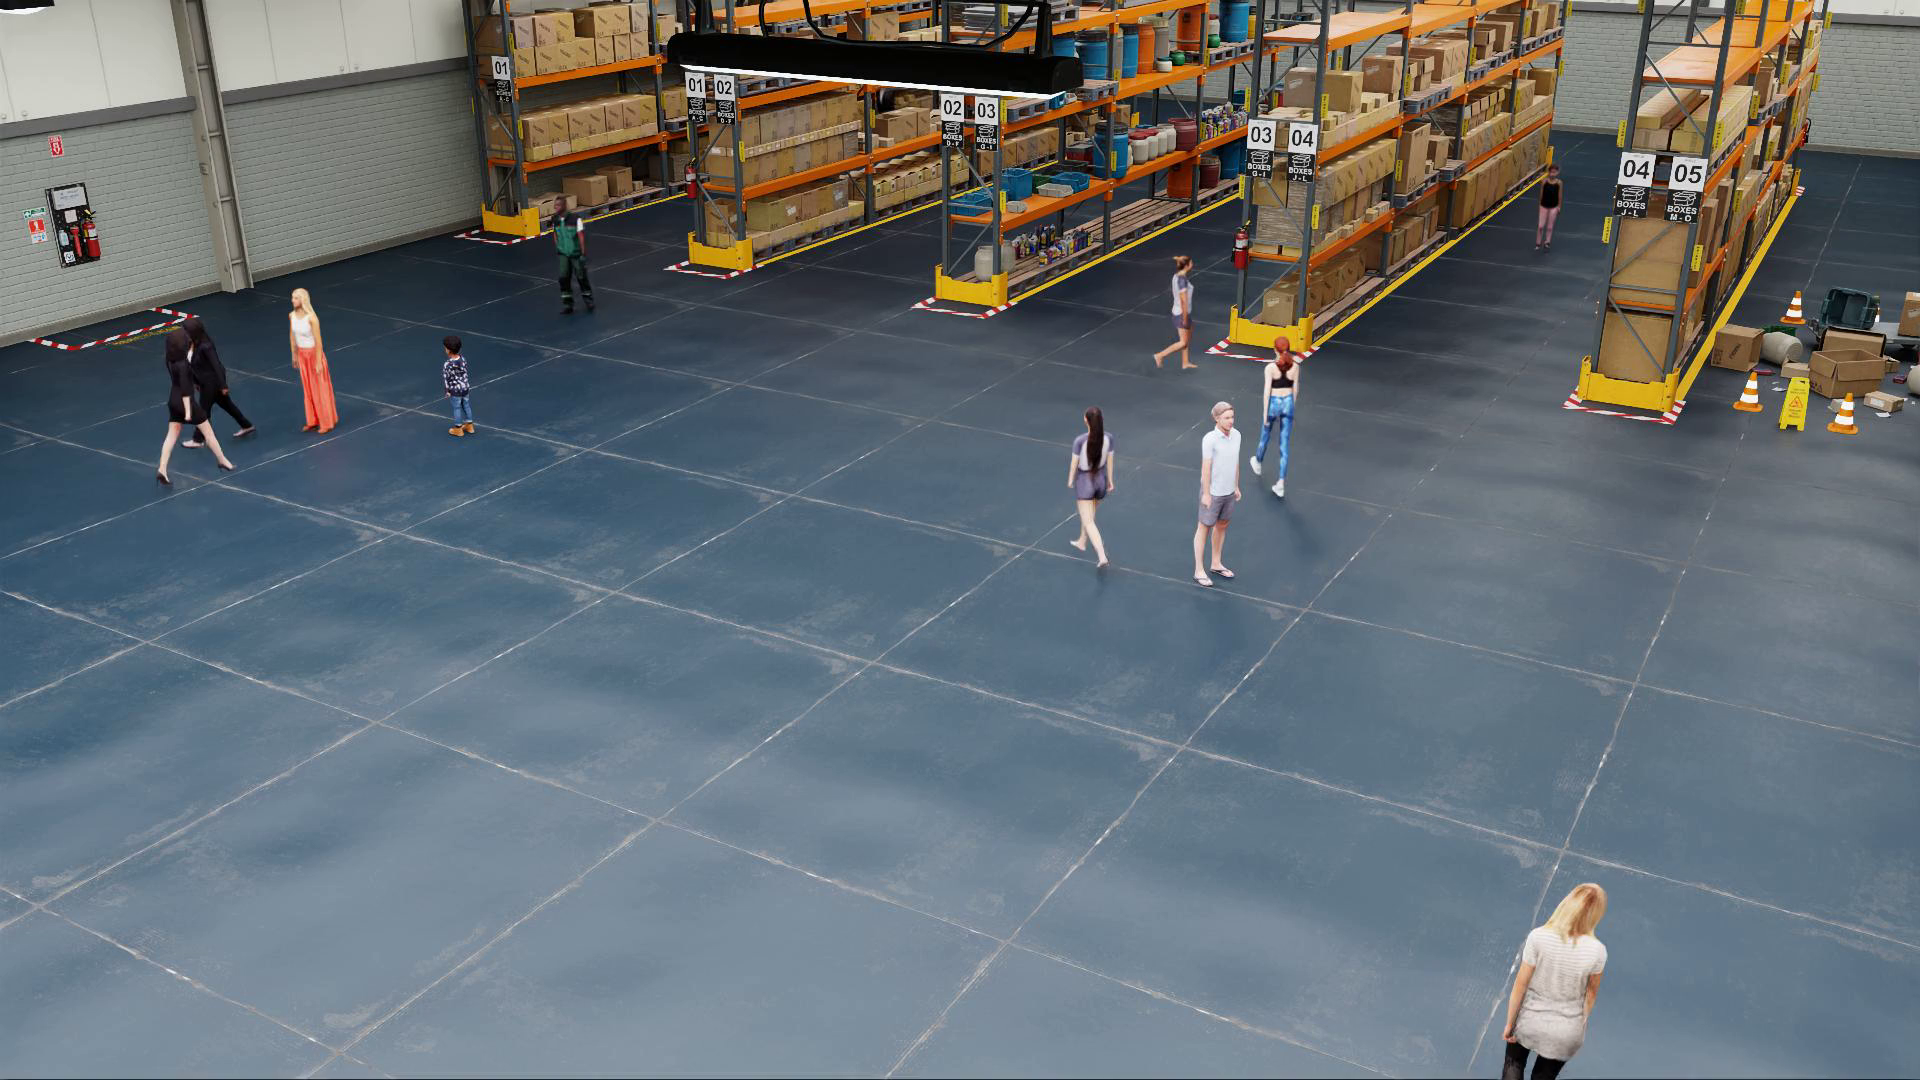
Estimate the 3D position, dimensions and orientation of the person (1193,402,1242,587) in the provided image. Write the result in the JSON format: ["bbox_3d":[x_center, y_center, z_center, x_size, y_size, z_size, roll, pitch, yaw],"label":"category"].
[{"bbox_3d":[2.519,-0.488,16.300,0.653,1.832,0.796,-16,28,-32],"label":"person"}]

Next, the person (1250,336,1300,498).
[{"bbox_3d":[3.565,-1.337,18.415,1.005,1.739,1.199,-2,23,-4],"label":"person"}]

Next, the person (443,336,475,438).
[{"bbox_3d":[-6.145,-1.895,20.350,0.572,1.252,0.457,17,28,34],"label":"person"}]

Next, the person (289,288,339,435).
[{"bbox_3d":[-7.942,-2.200,20.365,0.623,1.802,0.572,12,26,26],"label":"person"}]

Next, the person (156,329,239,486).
[{"bbox_3d":[-8.770,-1.408,18.614,0.719,1.713,1.168,17,29,35],"label":"person"}]

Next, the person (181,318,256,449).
[{"bbox_3d":[-8.894,-1.890,19.948,1.207,1.557,0.876,-20,30,-39],"label":"person"}]

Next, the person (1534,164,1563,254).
[{"bbox_3d":[10.368,-5.822,29.234,0.628,1.526,1.009,8,24,19],"label":"person"}]

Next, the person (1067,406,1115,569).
[{"bbox_3d":[1.348,-0.496,16.602,1.058,1.610,1.017,-11,25,-24],"label":"person"}]

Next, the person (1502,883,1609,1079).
[{"bbox_3d":[3.168,2.675,8.904,0.676,1.799,0.724,5,24,12],"label":"person"}]

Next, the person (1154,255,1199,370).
[{"bbox_3d":[2.965,-3.063,22.645,0.921,1.606,0.919,-3,23,-6],"label":"person"}]

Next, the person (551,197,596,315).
[{"bbox_3d":[-5.915,-4.380,25.494,0.846,1.799,1.001,3,23,8],"label":"person"}]
